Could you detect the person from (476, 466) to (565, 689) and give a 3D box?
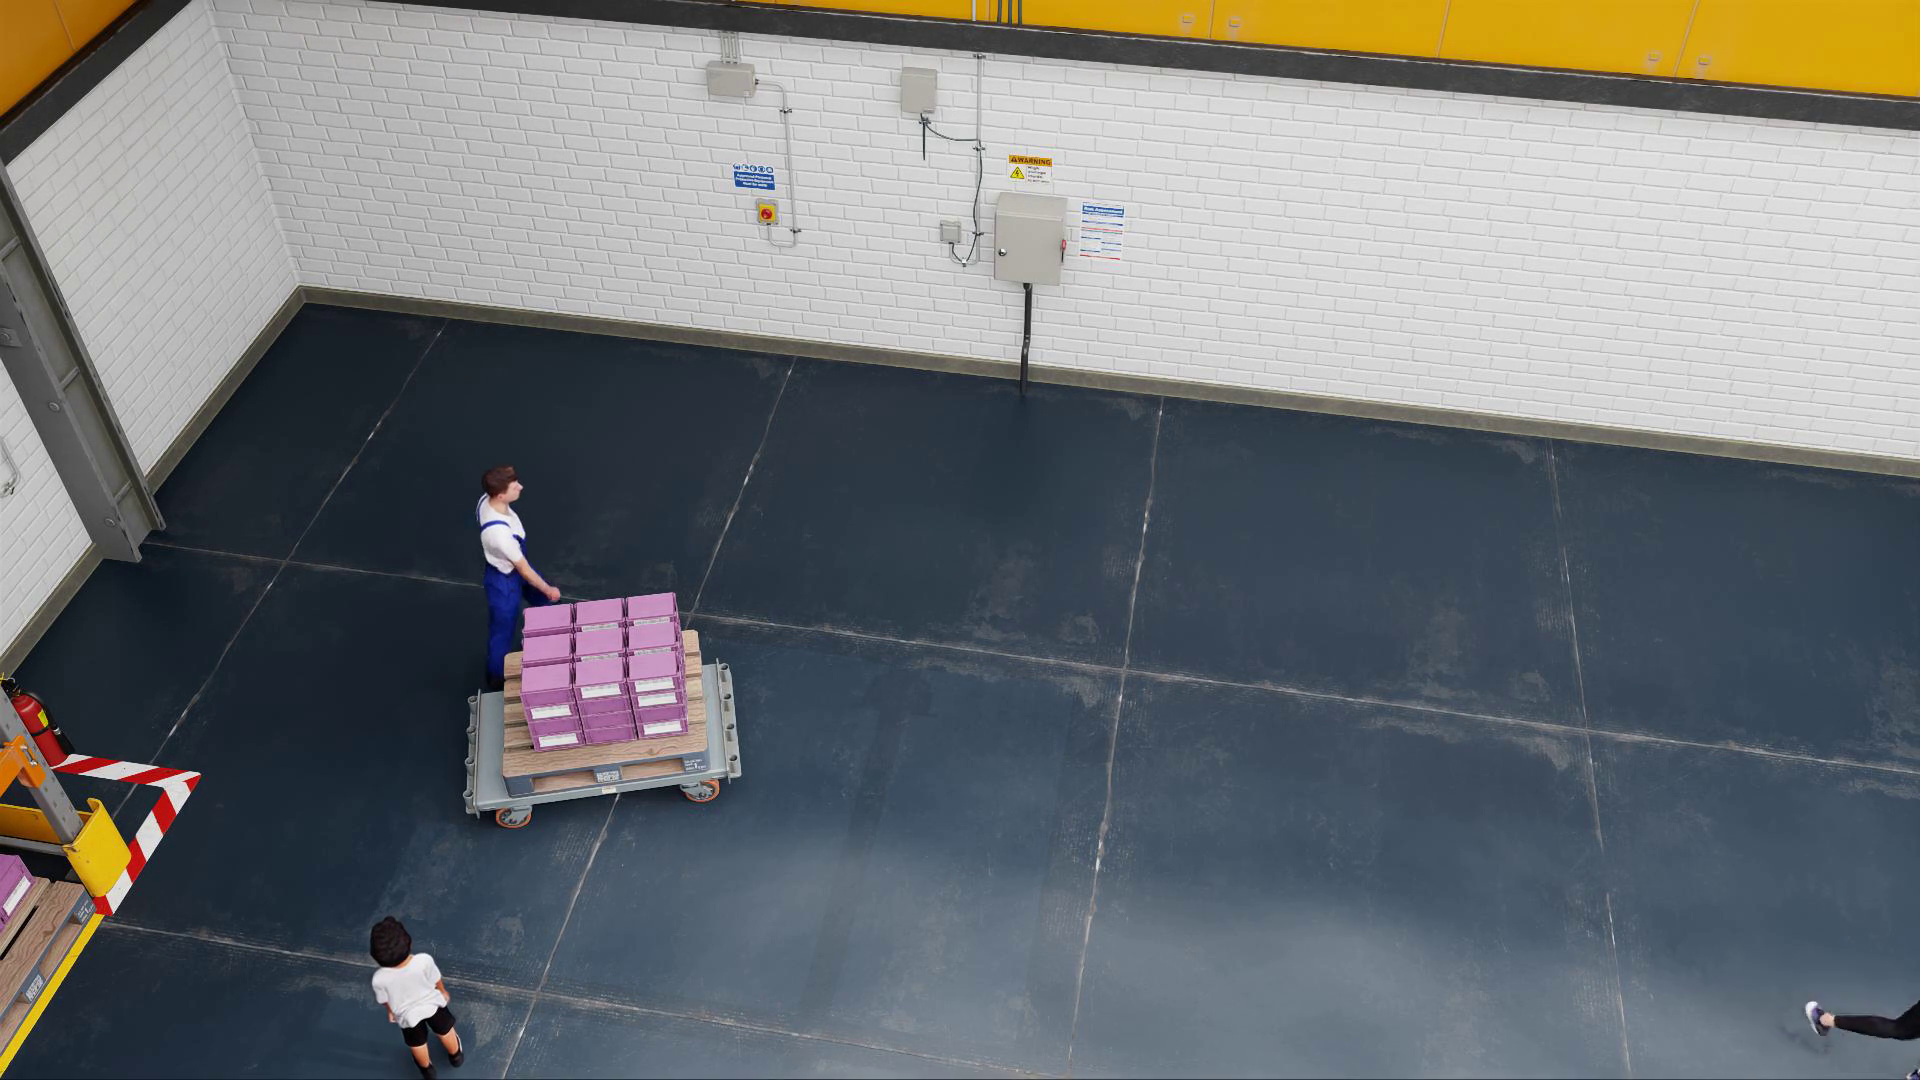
[{"bbox_3d":[-2.906,0.298,10.396,1.010,1.809,1.143,-11,45,-12],"label":"person"}]

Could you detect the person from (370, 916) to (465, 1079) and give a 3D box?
[{"bbox_3d":[-2.810,2.386,8.605,0.567,1.257,0.614,-17,46,-17],"label":"person"}]
